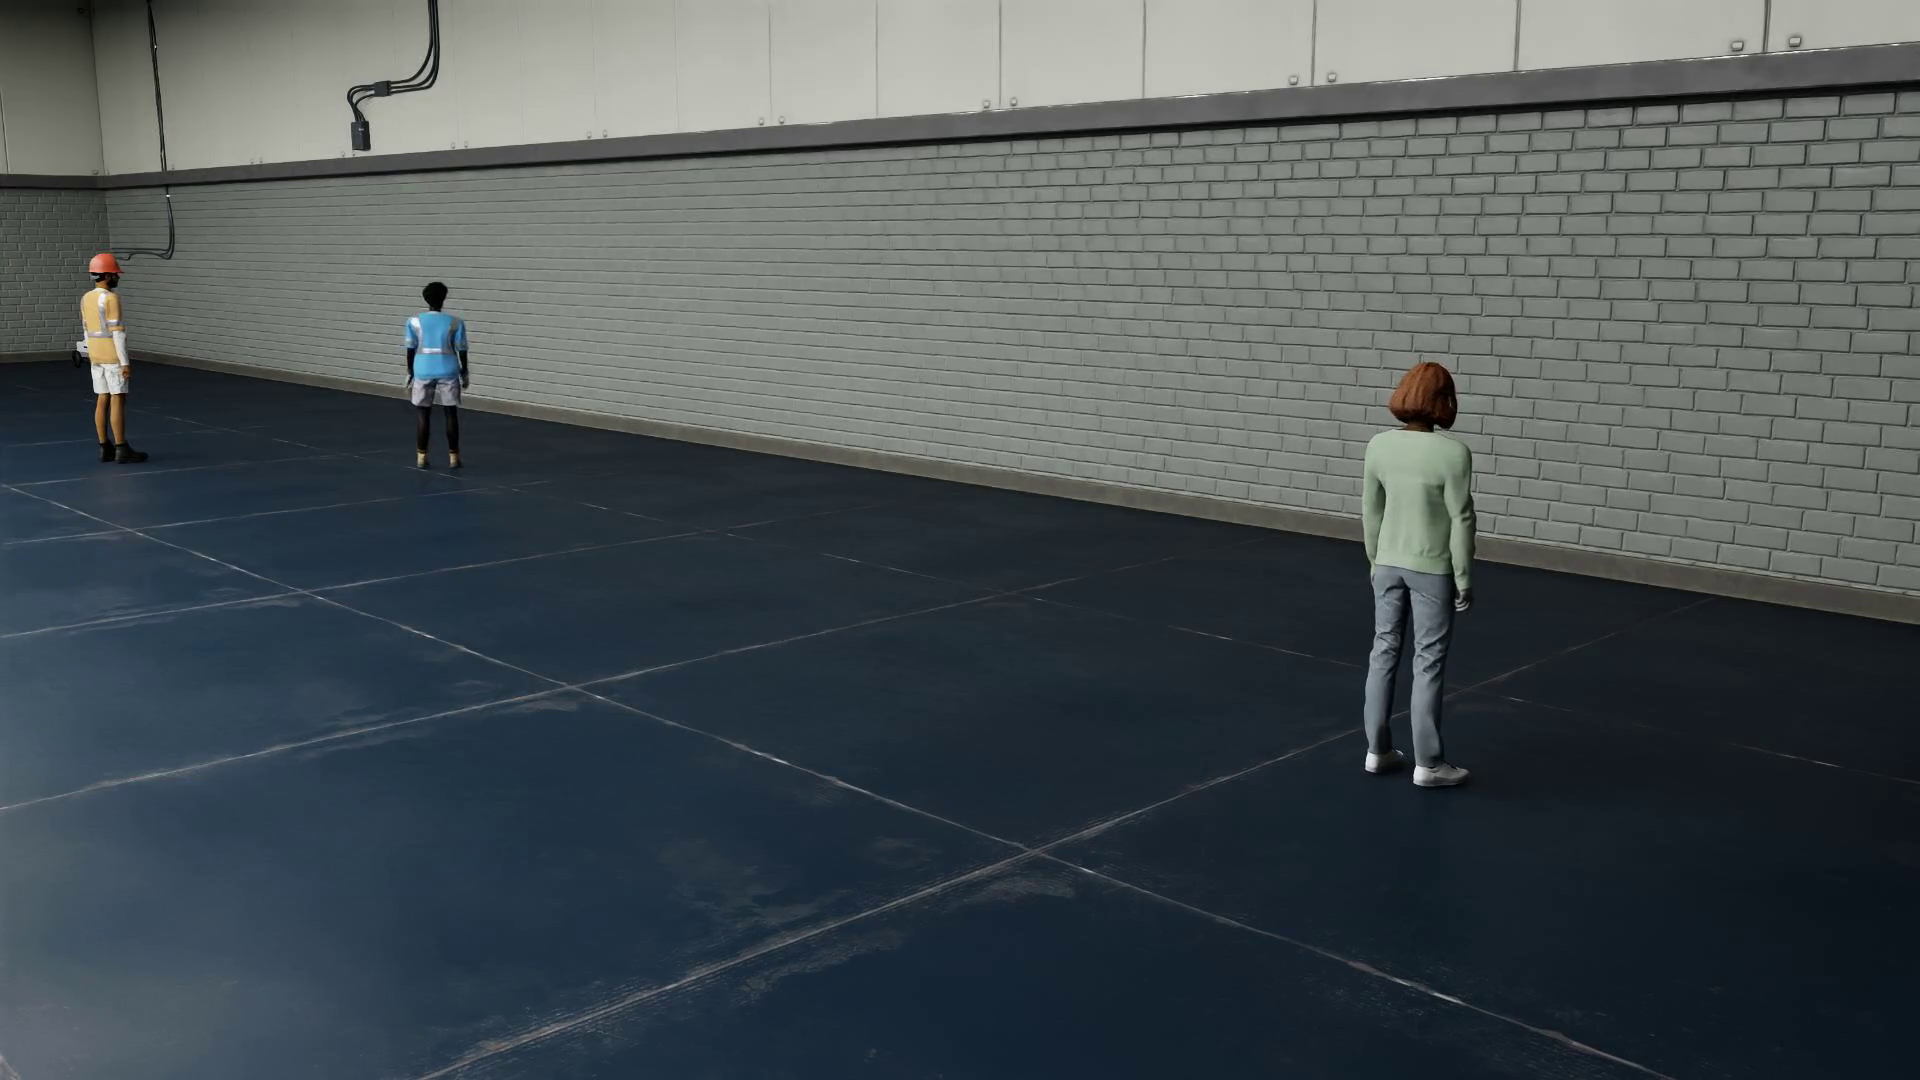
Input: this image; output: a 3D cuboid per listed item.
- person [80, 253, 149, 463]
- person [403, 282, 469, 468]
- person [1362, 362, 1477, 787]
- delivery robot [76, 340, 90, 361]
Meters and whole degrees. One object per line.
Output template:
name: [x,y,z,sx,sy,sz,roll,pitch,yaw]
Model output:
person: [-7.951,-1.702,15.585,0.542,1.939,0.365,7,12,33]
person: [-4.780,-1.500,15.163,0.585,1.695,0.325,-3,11,-14]
person: [1.771,0.129,6.437,0.289,1.633,0.498,-8,13,-37]
delivery robot: [-13.955,-3.092,26.803,0.477,0.478,0.707,-10,14,-44]
